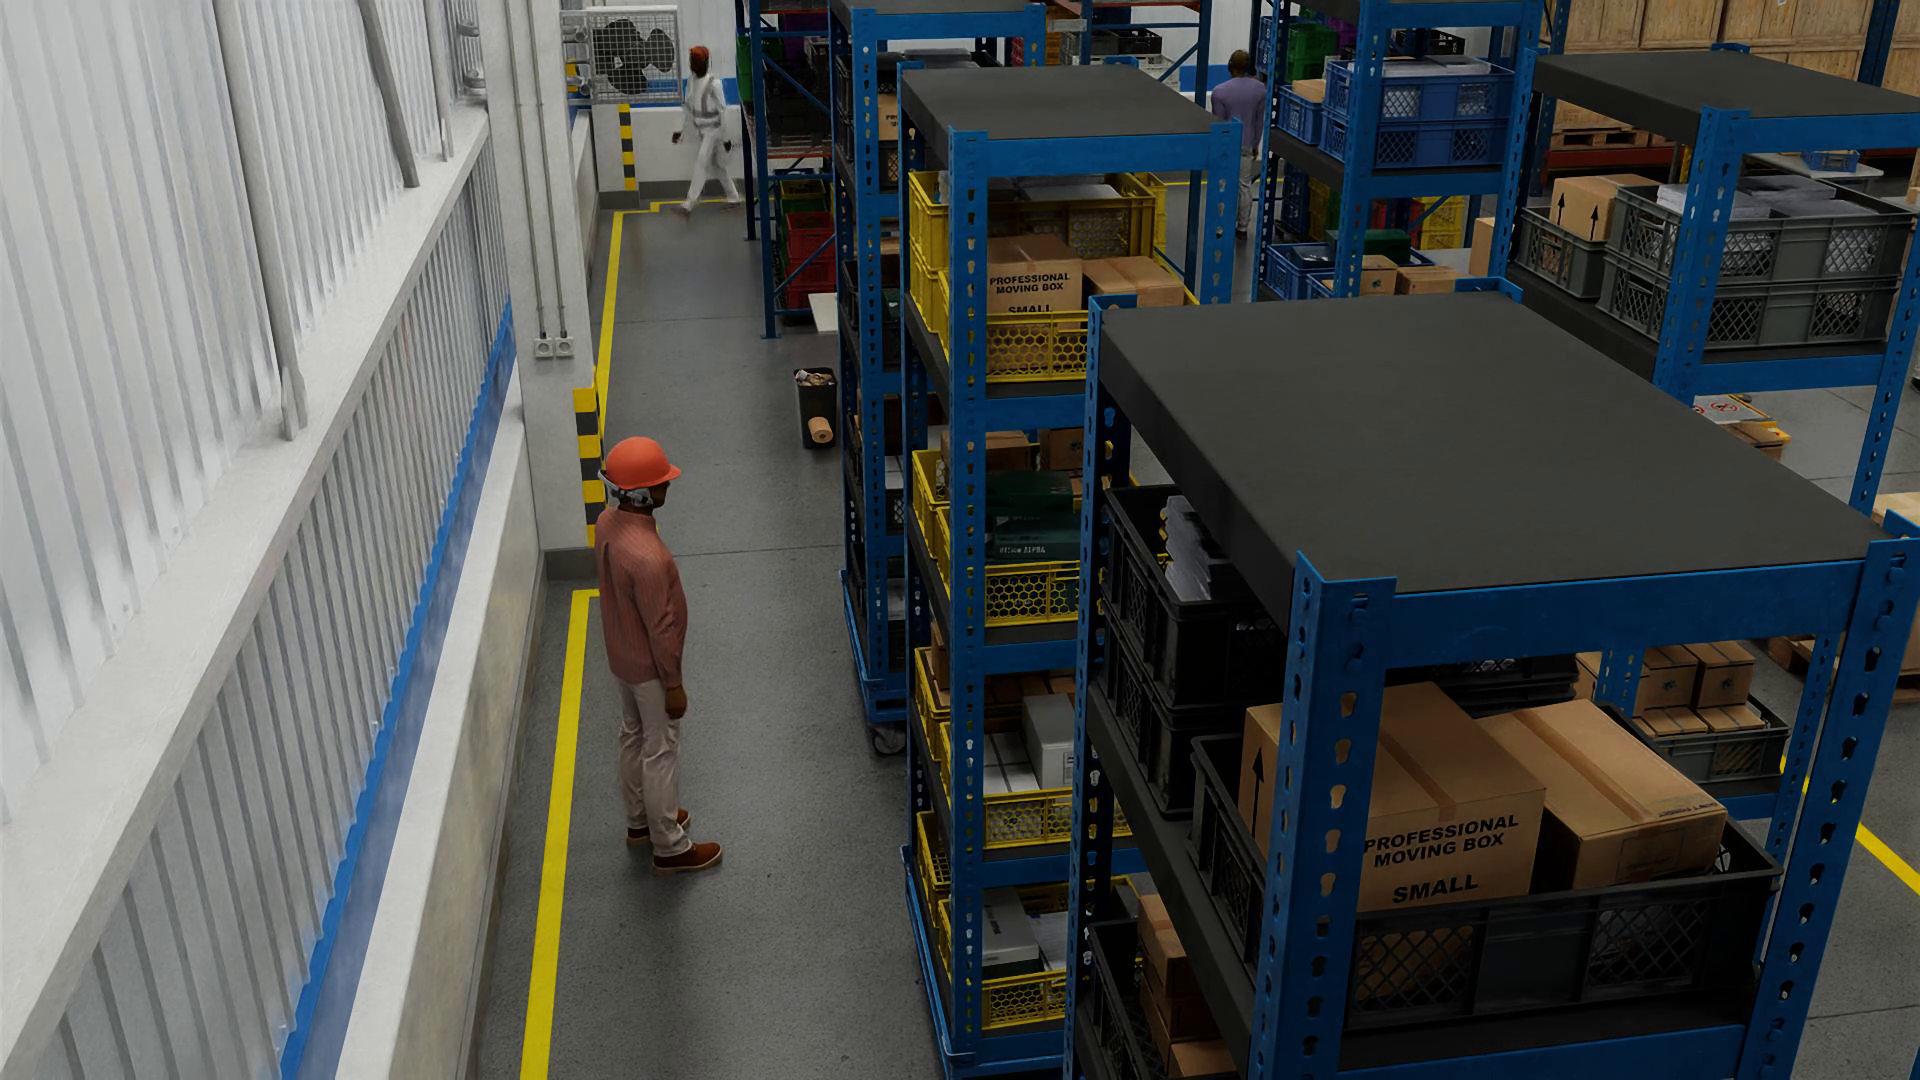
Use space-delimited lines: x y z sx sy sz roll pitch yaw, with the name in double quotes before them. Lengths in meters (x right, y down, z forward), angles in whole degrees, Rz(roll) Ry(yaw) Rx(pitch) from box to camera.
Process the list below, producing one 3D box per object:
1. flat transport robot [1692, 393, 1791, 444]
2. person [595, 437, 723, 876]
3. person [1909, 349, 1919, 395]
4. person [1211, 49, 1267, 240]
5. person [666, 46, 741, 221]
"flat transport robot" 5.224 -0.859 12.132 1.431 0.197 0.652 -4 25 -8
"person" -1.326 0.500 7.132 0.378 1.995 0.609 -14 28 -29
"person" 7.754 -1.985 12.743 0.599 1.824 0.403 2 25 5
"person" 2.809 -4.027 17.040 0.635 1.939 0.367 -10 27 -21
"person" -2.804 -4.387 17.946 0.998 1.820 0.601 -16 29 -31
